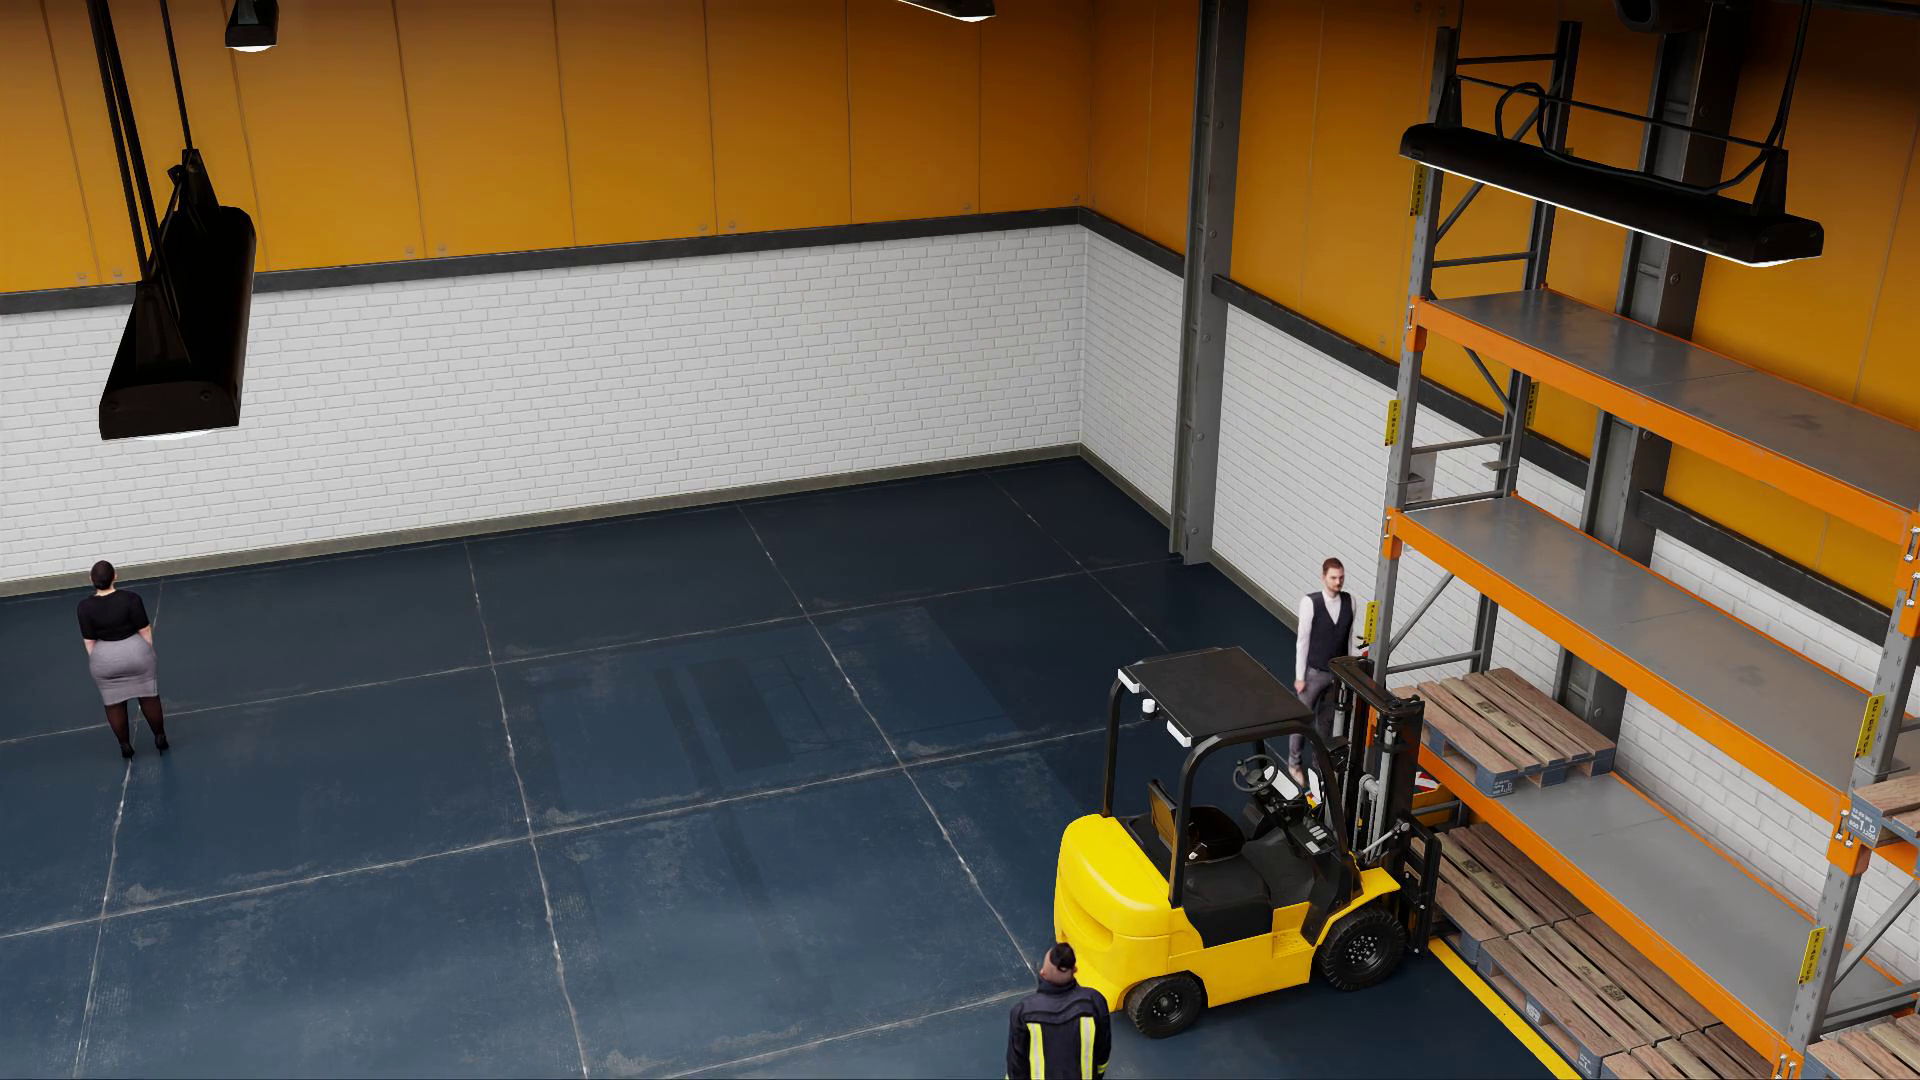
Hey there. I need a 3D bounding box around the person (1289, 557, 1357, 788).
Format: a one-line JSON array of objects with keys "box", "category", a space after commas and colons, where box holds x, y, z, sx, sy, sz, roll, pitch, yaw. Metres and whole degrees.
[{"box": [2.888, 1.020, 13.234, 0.669, 1.938, 0.556, -7, 25, -15], "category": "person"}]

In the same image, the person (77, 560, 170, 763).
[{"box": [-6.815, 0.983, 13.541, 0.669, 1.760, 0.621, -10, 26, -22], "category": "person"}]

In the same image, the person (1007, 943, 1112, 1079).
[{"box": [0.521, 2.921, 8.982, 0.760, 1.860, 0.701, -6, 24, -13], "category": "person"}]
